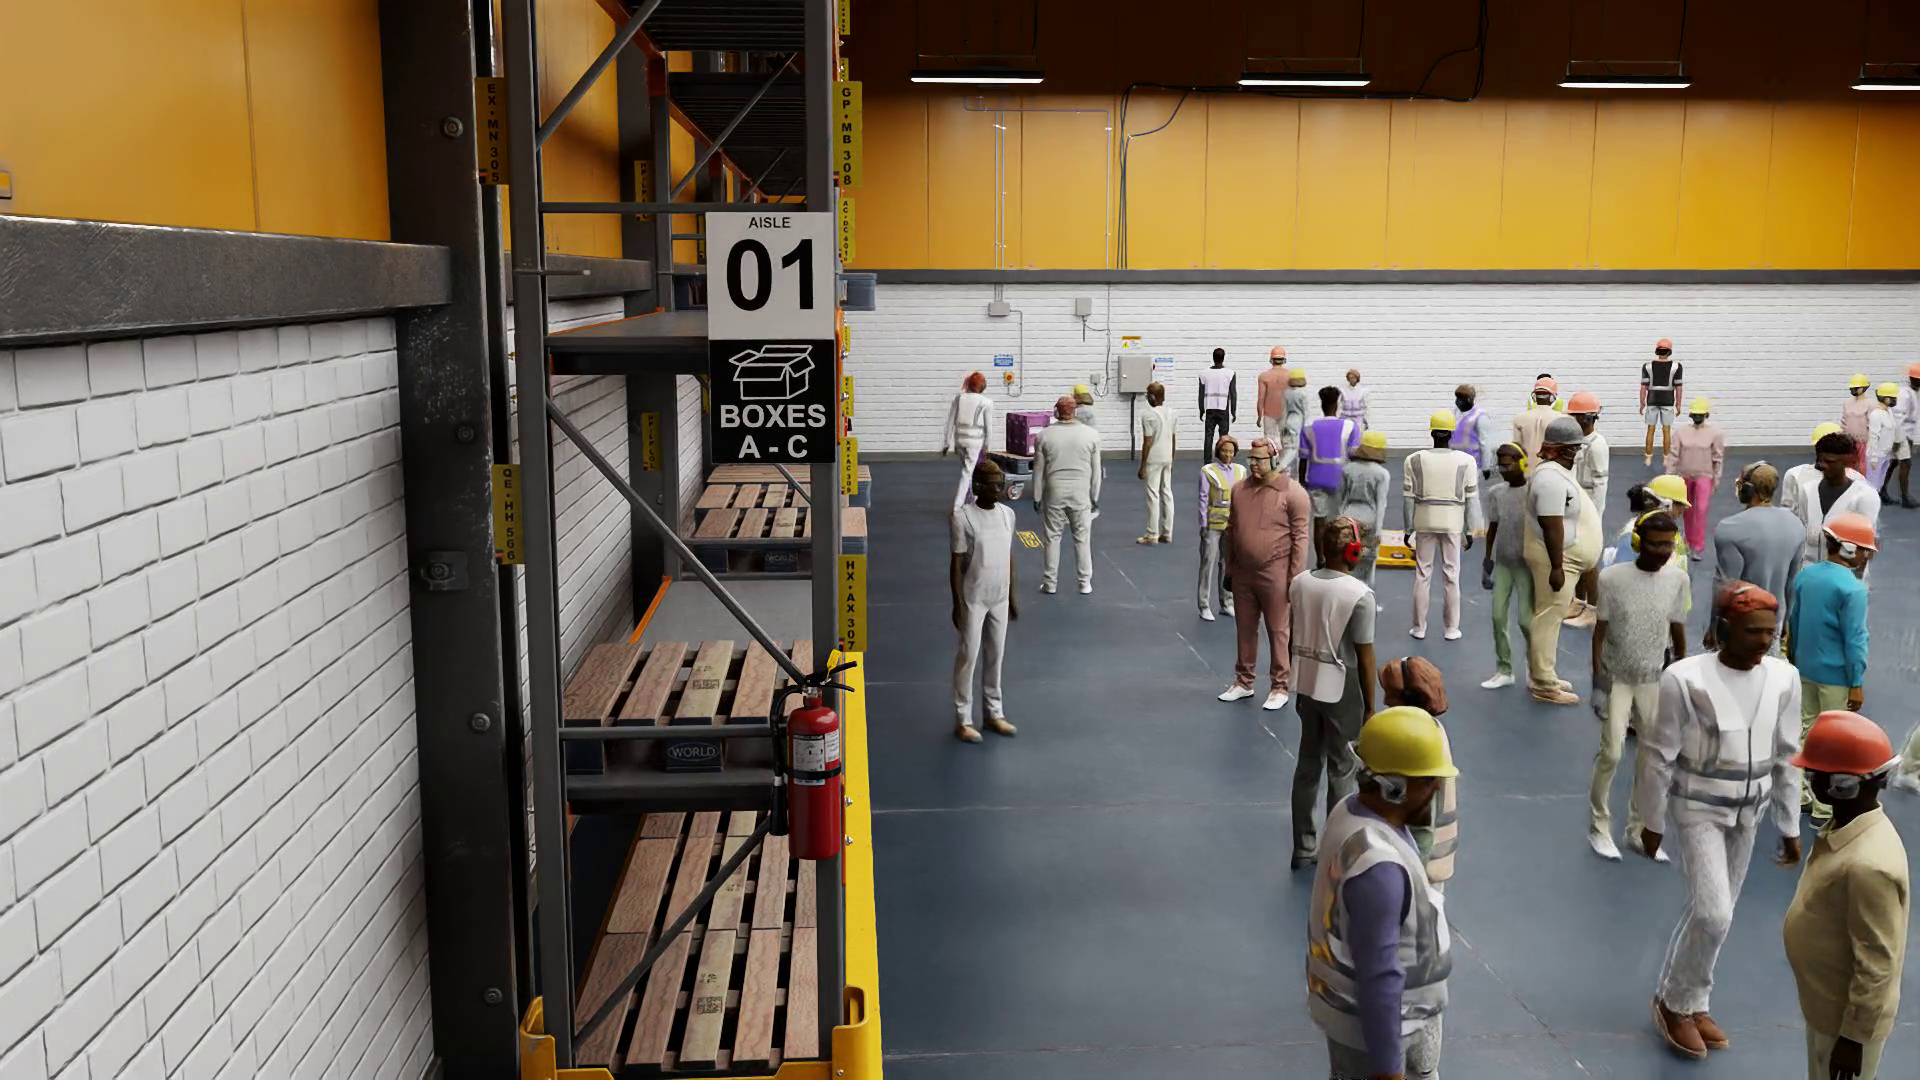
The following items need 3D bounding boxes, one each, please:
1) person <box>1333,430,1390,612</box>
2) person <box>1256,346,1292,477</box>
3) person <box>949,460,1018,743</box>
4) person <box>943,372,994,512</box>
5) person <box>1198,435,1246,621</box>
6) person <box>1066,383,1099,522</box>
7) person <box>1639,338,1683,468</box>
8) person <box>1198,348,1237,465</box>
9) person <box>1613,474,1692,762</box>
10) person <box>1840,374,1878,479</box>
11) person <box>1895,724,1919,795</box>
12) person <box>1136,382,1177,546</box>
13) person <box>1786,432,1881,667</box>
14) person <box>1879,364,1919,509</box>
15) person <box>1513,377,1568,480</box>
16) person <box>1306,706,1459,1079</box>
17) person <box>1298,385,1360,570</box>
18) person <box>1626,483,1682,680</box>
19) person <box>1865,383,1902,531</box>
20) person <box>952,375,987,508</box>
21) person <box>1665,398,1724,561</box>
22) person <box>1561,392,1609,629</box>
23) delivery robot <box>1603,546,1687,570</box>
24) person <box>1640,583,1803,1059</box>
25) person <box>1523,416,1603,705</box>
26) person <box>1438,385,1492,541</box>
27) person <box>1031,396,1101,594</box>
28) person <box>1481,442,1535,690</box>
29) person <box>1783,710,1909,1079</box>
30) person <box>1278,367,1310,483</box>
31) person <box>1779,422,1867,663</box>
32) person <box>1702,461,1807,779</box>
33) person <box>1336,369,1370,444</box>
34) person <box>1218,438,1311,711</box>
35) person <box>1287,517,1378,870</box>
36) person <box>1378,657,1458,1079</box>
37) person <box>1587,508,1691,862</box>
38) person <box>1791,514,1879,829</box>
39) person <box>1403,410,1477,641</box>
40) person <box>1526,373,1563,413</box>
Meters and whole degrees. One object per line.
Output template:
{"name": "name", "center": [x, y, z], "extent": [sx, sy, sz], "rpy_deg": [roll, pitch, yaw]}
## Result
{"name": "person", "center": [3.481, -0.127, 14.610], "extent": [0.547, 1.689, 0.919], "rpy_deg": [8, 12, 41]}
{"name": "person", "center": [4.649, -1.845, 24.441], "extent": [0.612, 1.994, 0.394], "rpy_deg": [-1, 9, -5]}
{"name": "person", "center": [0.156, 0.392, 10.865], "extent": [0.515, 1.843, 0.327], "rpy_deg": [-7, 11, -36]}
{"name": "person", "center": [0.125, -1.200, 20.971], "extent": [0.623, 1.819, 0.992], "rpy_deg": [5, 11, 30]}
{"name": "person", "center": [2.309, -0.111, 14.673], "extent": [0.512, 1.638, 0.312], "rpy_deg": [-5, 10, -28]}
{"name": "person", "center": [1.481, -1.071, 20.510], "extent": [0.506, 1.694, 0.846], "rpy_deg": [6, 11, 33]}
{"name": "person", "center": [11.088, -2.167, 26.324], "extent": [0.615, 2.038, 0.395], "rpy_deg": [4, 10, 26]}
{"name": "person", "center": [3.972, -2.001, 25.664], "extent": [0.596, 1.916, 0.380], "rpy_deg": [4, 10, 22]}
{"name": "person", "center": [4.321, 0.480, 10.526], "extent": [0.426, 1.791, 0.852], "rpy_deg": [8, 12, 40]}
{"name": "person", "center": [11.656, -1.278, 21.634], "extent": [0.342, 1.756, 0.518], "rpy_deg": [-3, 10, -20]}
{"name": "person", "center": [5.776, 0.737, 9.470], "extent": [0.520, 1.585, 0.796], "rpy_deg": [-6, 11, -35]}
{"name": "person", "center": [2.221, -0.857, 18.714], "extent": [0.531, 1.841, 0.337], "rpy_deg": [-7, 12, -38]}
{"name": "person", "center": [6.044, 0.222, 11.650], "extent": [0.731, 1.942, 0.609], "rpy_deg": [-6, 11, -32]}
{"name": "person", "center": [12.358, -1.354, 21.714], "extent": [0.683, 1.894, 0.544], "rpy_deg": [8, 12, 42]}
{"name": "person", "center": [6.003, -0.683, 17.172], "extent": [0.611, 1.988, 0.391], "rpy_deg": [6, 11, 34]}
{"name": "person", "center": [1.207, 1.367, 4.830], "extent": [0.403, 1.823, 0.590], "rpy_deg": [2, 9, 9]}
{"name": "person", "center": [3.696, -0.583, 16.650], "extent": [0.622, 1.942, 0.608], "rpy_deg": [3, 10, 18]}
{"name": "person", "center": [4.565, 0.457, 10.997], "extent": [0.520, 1.660, 0.553], "rpy_deg": [2, 9, 13]}
{"name": "person", "center": [10.971, -0.990, 19.799], "extent": [0.324, 1.765, 0.534], "rpy_deg": [9, 13, 44]}
{"name": "person", "center": [0.145, -1.265, 21.555], "extent": [0.562, 1.752, 0.323], "rpy_deg": [7, 11, 37]}
{"name": "person", "center": [7.804, -0.643, 17.733], "extent": [0.540, 1.733, 0.825], "rpy_deg": [7, 11, 36]}
{"name": "person", "center": [5.331, -0.255, 14.308], "extent": [0.393, 2.041, 0.613], "rpy_deg": [0, 9, 2]}
{"name": "delivery robot", "center": [6.472, 0.213, 15.734], "extent": [0.477, 0.478, 0.707], "rpy_deg": [-8, 12, -40]}
{"name": "person", "center": [2.964, 1.087, 6.431], "extent": [0.569, 1.864, 0.517], "rpy_deg": [-2, 9, -15]}
{"name": "person", "center": [4.302, 0.132, 11.890], "extent": [0.536, 2.000, 0.675], "rpy_deg": [2, 9, 15]}
{"name": "person", "center": [5.701, -0.873, 18.977], "extent": [0.973, 1.786, 0.649], "rpy_deg": [-3, 10, -20]}
{"name": "person", "center": [1.010, -0.426, 15.888], "extent": [0.661, 1.895, 0.407], "rpy_deg": [0, 9, 1]}
{"name": "person", "center": [4.063, 0.200, 12.095], "extent": [0.435, 1.841, 0.566], "rpy_deg": [-7, 12, -39]}
{"name": "person", "center": [2.634, 1.370, 5.016], "extent": [0.337, 1.747, 0.573], "rpy_deg": [3, 10, 20]}
{"name": "person", "center": [4.816, -1.642, 24.039], "extent": [0.763, 1.722, 0.488], "rpy_deg": [-4, 10, -25]}
{"name": "person", "center": [6.511, 0.070, 12.624], "extent": [0.587, 1.930, 0.356], "rpy_deg": [7, 11, 36]}
{"name": "person", "center": [4.720, 0.492, 9.944], "extent": [0.636, 1.938, 0.358], "rpy_deg": [-3, 10, -21]}
{"name": "person", "center": [6.046, -1.852, 25.681], "extent": [0.523, 1.608, 0.740], "rpy_deg": [2, 9, 14]}
{"name": "person", "center": [2.113, 0.232, 11.680], "extent": [0.653, 1.906, 0.408], "rpy_deg": [9, 12, 43]}
{"name": "person", "center": [1.858, 0.798, 8.333], "extent": [0.386, 1.839, 0.567], "rpy_deg": [-6, 11, -31]}
{"name": "person", "center": [1.694, 1.235, 6.216], "extent": [0.310, 1.640, 0.523], "rpy_deg": [3, 9, 16]}
{"name": "person", "center": [3.520, 0.750, 8.601], "extent": [0.546, 1.852, 0.382], "rpy_deg": [-1, 9, -7]}
{"name": "person", "center": [4.811, 0.716, 9.148], "extent": [0.346, 1.739, 0.574], "rpy_deg": [-1, 9, -4]}
{"name": "person", "center": [3.973, -0.118, 13.815], "extent": [0.587, 1.928, 0.363], "rpy_deg": [2, 9, 15]}
{"name": "person", "center": [8.003, -1.445, 22.866], "extent": [0.532, 1.696, 0.319], "rpy_deg": [9, 13, 44]}
